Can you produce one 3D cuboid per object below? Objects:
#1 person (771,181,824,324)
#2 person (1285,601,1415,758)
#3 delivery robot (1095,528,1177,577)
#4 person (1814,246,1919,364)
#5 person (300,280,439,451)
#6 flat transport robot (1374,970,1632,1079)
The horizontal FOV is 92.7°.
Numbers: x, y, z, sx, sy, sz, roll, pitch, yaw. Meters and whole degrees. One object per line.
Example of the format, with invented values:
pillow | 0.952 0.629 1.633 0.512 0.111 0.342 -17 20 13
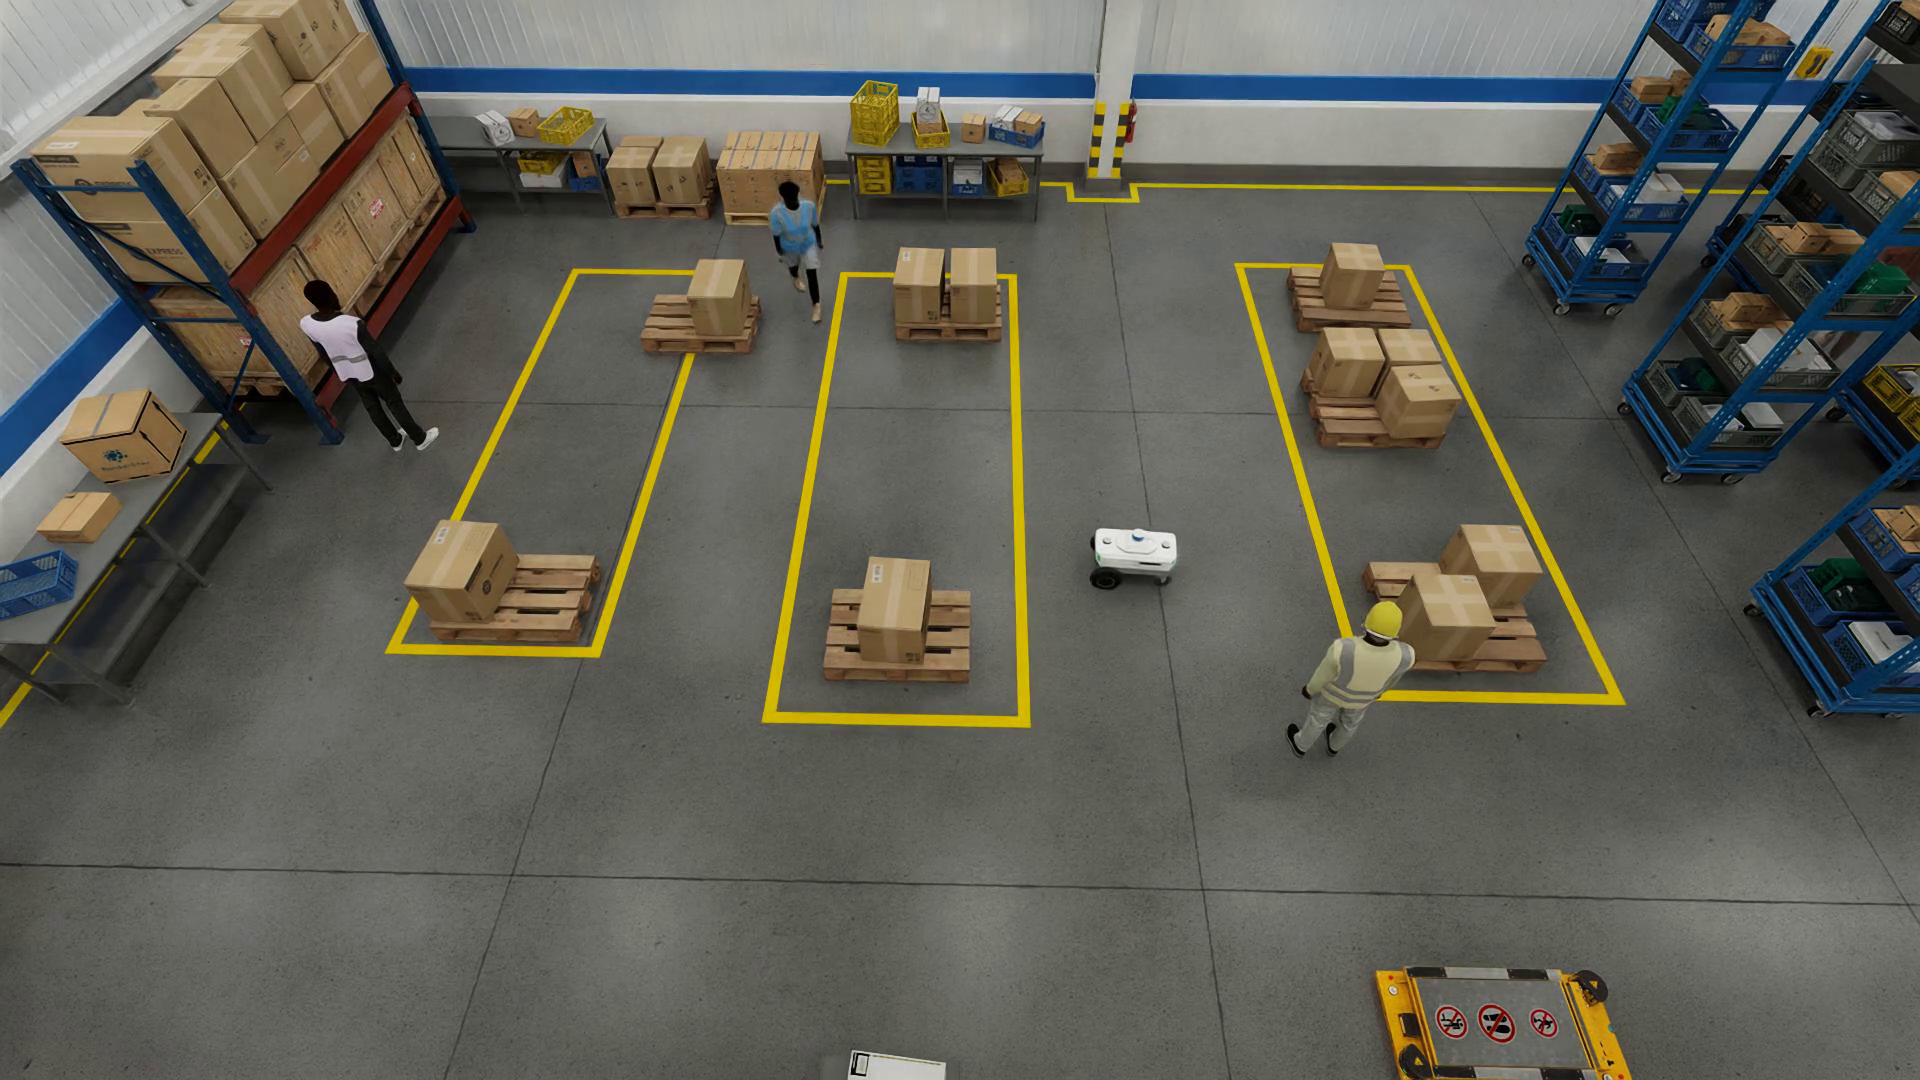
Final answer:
person | -1.819 -3.348 10.319 0.574 1.645 0.878 -13 52 -10
person | 2.794 1.047 6.618 0.589 1.827 0.404 3 51 2
delivery robot | 1.557 0.091 8.154 0.707 0.478 0.477 4 51 3
person | 9.413 -2.593 9.482 0.611 1.989 0.392 3 51 2
person | -5.671 -1.604 8.723 0.588 1.915 0.398 3 51 2
flat transport robot | 3.501 3.133 5.914 1.431 0.197 0.652 1 51 1
